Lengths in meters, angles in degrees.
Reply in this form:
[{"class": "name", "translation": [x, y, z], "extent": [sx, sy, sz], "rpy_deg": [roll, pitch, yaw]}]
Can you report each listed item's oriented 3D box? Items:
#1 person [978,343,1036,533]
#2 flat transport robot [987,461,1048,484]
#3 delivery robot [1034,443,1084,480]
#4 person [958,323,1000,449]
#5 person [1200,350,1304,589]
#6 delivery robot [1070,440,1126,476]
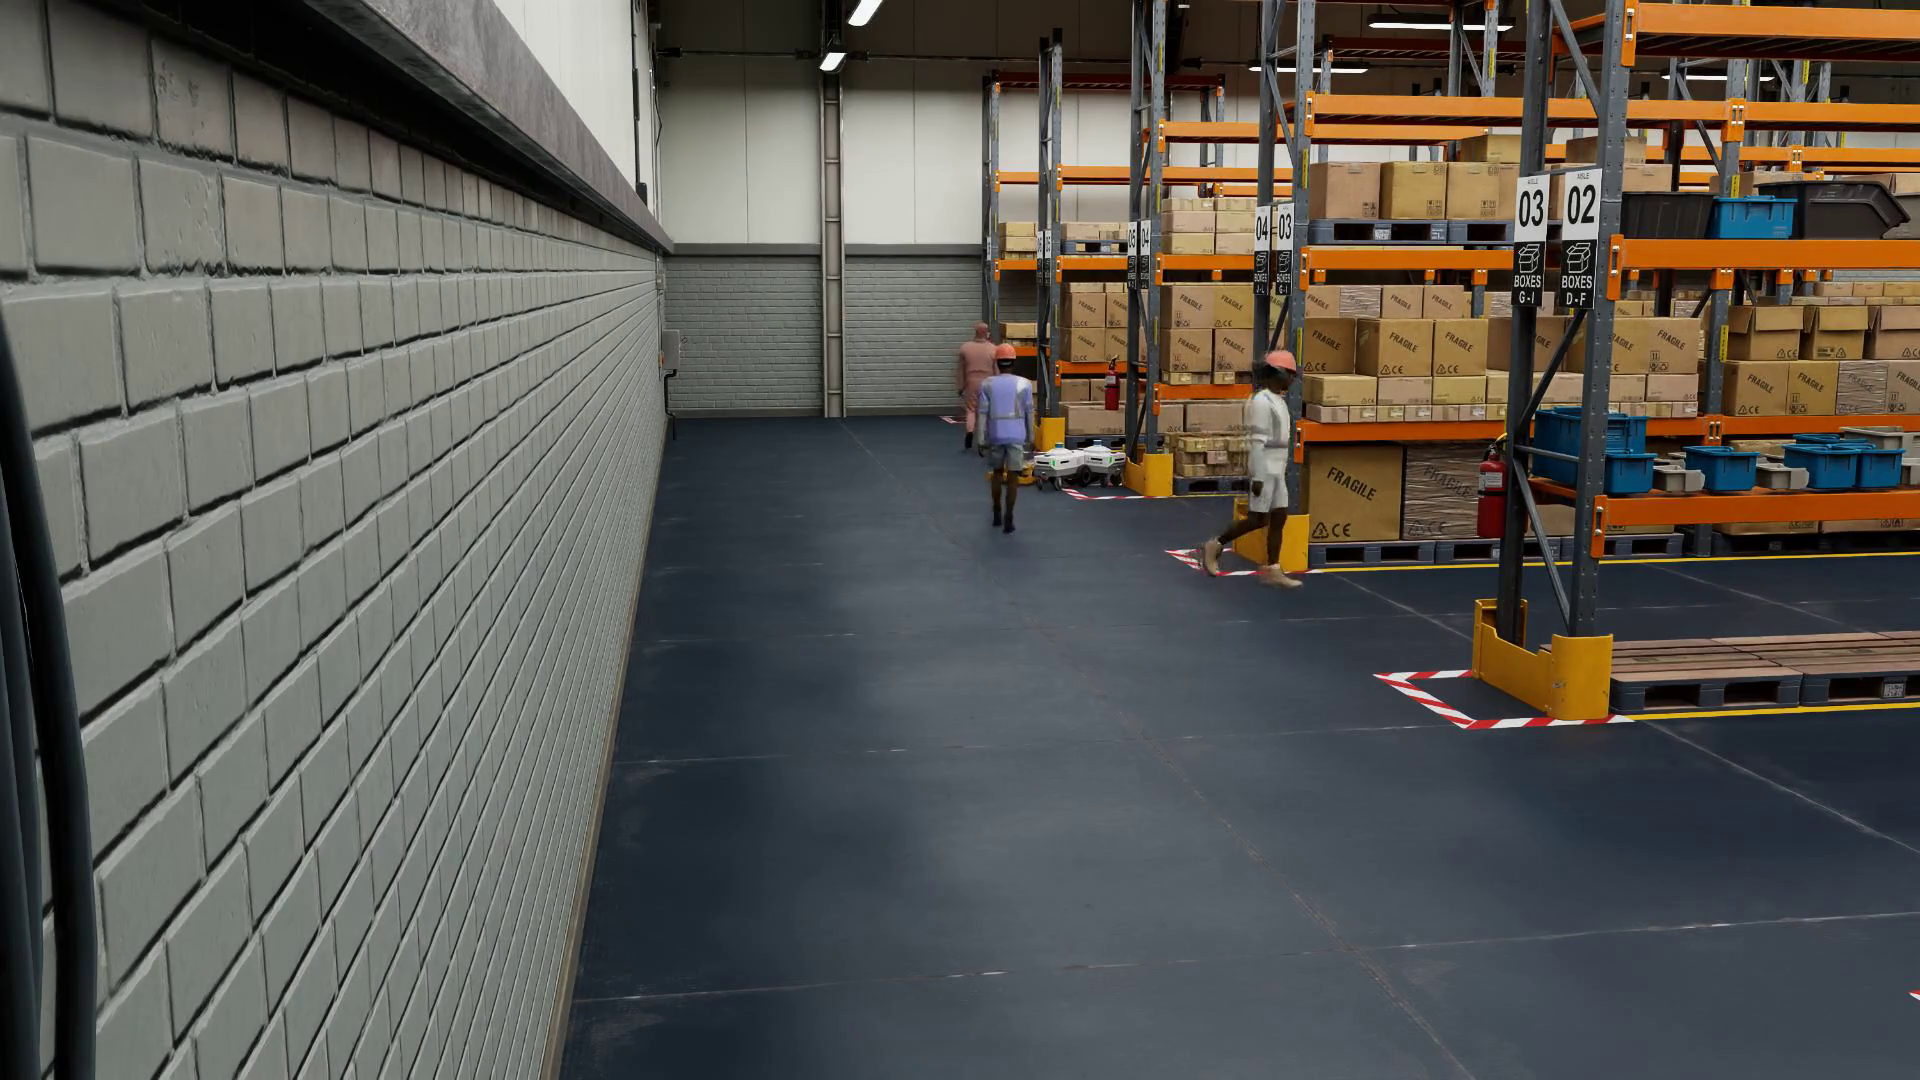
[{"class": "person", "translation": [0.486, -1.054, 17.040], "extent": [0.557, 1.905, 0.745], "rpy_deg": [2, 9, 12]}, {"class": "flat transport robot", "translation": [1.099, -0.890, 21.080], "extent": [1.431, 0.197, 0.652], "rpy_deg": [-7, 12, -37]}, {"class": "delivery robot", "translation": [1.204, -0.943, 20.246], "extent": [0.477, 0.478, 0.707], "rpy_deg": [7, 12, 37]}, {"class": "person", "translation": [0.288, -2.265, 24.574], "extent": [0.652, 1.887, 0.609], "rpy_deg": [1, 9, 8]}, {"class": "person", "translation": [2.491, -0.596, 13.964], "extent": [0.815, 2.002, 0.622], "rpy_deg": [5, 10, 27]}, {"class": "delivery robot", "translation": [1.698, -0.992, 20.547], "extent": [0.707, 0.478, 0.477], "rpy_deg": [9, 13, 43]}]
